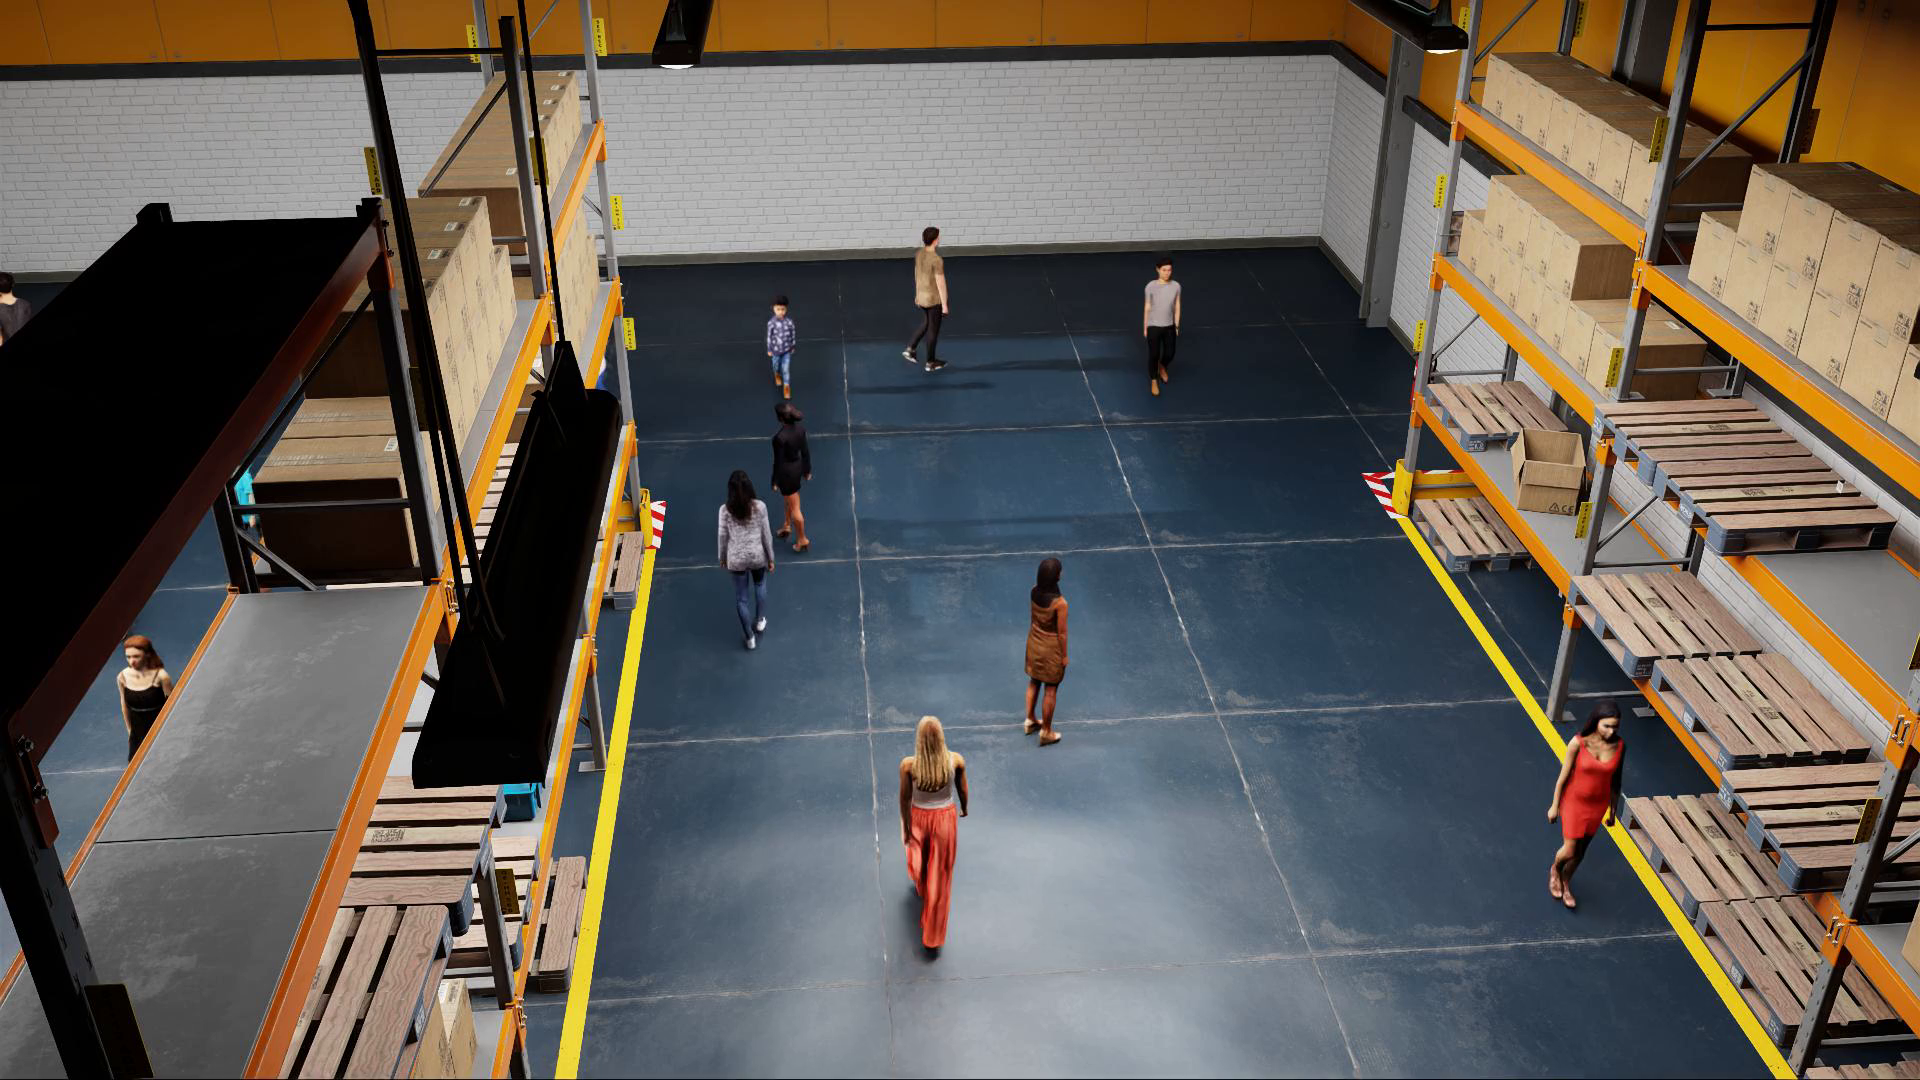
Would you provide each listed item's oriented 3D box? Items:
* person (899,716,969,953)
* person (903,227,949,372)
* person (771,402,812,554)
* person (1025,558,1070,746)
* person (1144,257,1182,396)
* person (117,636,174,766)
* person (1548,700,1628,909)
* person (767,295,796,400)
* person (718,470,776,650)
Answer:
[{"bbox_3d":[-0.183,2.064,11.479,0.723,1.764,1.185,1,29,3],"label":"person"},{"bbox_3d":[-0.444,-2.955,20.601,0.919,1.841,0.884,-18,33,-29],"label":"person"},{"bbox_3d":[-1.609,-0.590,16.490,0.863,1.625,0.819,17,33,28],"label":"person"},{"bbox_3d":[0.713,0.907,13.685,0.706,1.684,0.614,-21,35,-33],"label":"person"},{"bbox_3d":[2.418,-2.627,20.138,0.625,1.708,0.758,-1,29,-1],"label":"person"},{"bbox_3d":[-6.172,1.408,12.833,0.585,1.618,0.603,-3,29,-6],"label":"person"},{"bbox_3d":[4.448,1.844,11.936,0.610,1.712,0.558,-2,29,-4],"label":"person"},{"bbox_3d":[-2.175,-2.366,20.153,0.525,1.234,0.827,-5,29,-9],"label":"person"},{"bbox_3d":[-1.913,0.211,14.924,0.674,1.719,0.726,-5,29,-9],"label":"person"}]
